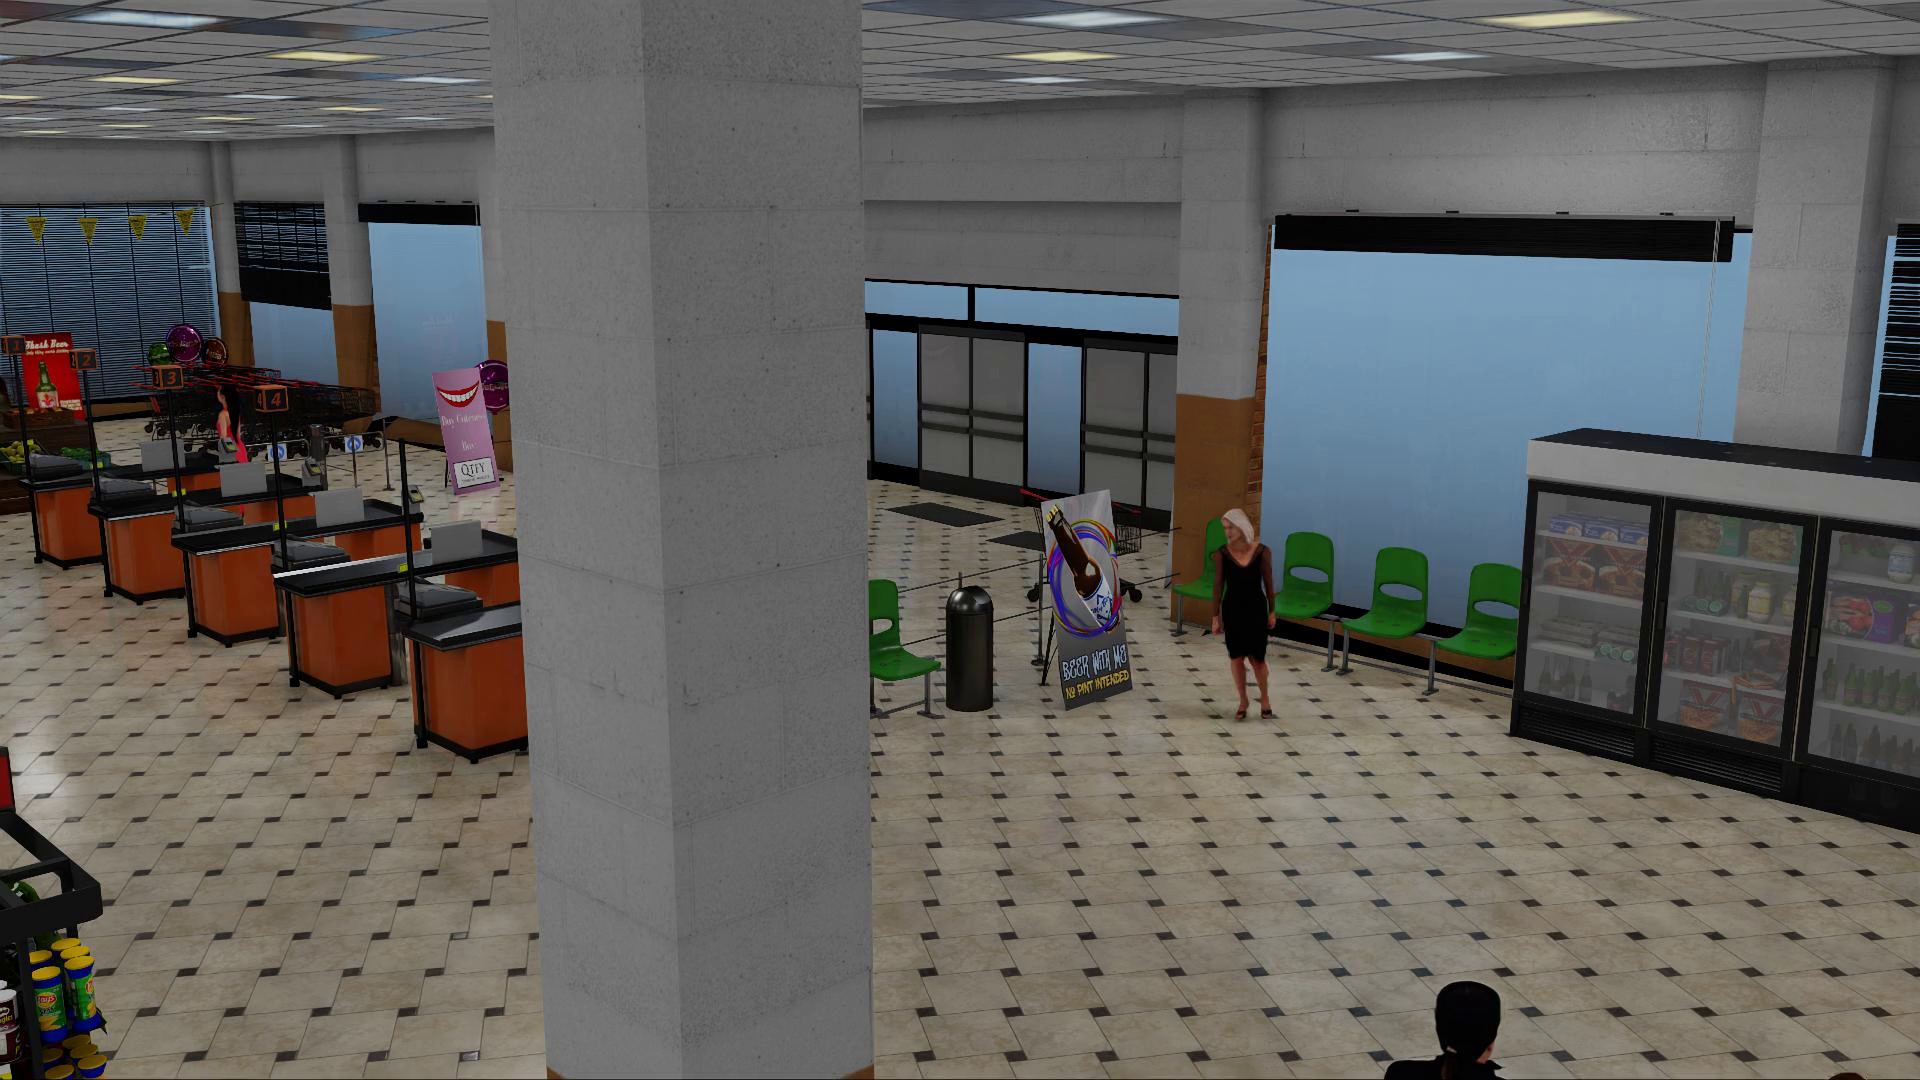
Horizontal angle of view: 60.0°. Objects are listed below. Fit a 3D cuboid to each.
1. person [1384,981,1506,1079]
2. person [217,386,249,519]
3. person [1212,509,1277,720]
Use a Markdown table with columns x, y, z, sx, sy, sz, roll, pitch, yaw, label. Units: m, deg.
| x | y | z | sx | sy | sz | roll | pitch | yaw | label |
| --- | --- | --- | --- | --- | --- | --- | --- | --- | --- |
| 1.576 | 2.225 | 5.330 | 0.748 | 1.671 | 0.705 | 7 | 14 | 31 | person |
| -9.162 | -1.091 | 20.943 | 0.773 | 1.727 | 0.696 | 1 | 12 | 6 | person |
| 2.257 | 0.593 | 13.000 | 0.742 | 1.704 | 0.773 | 1 | 12 | 6 | person |
